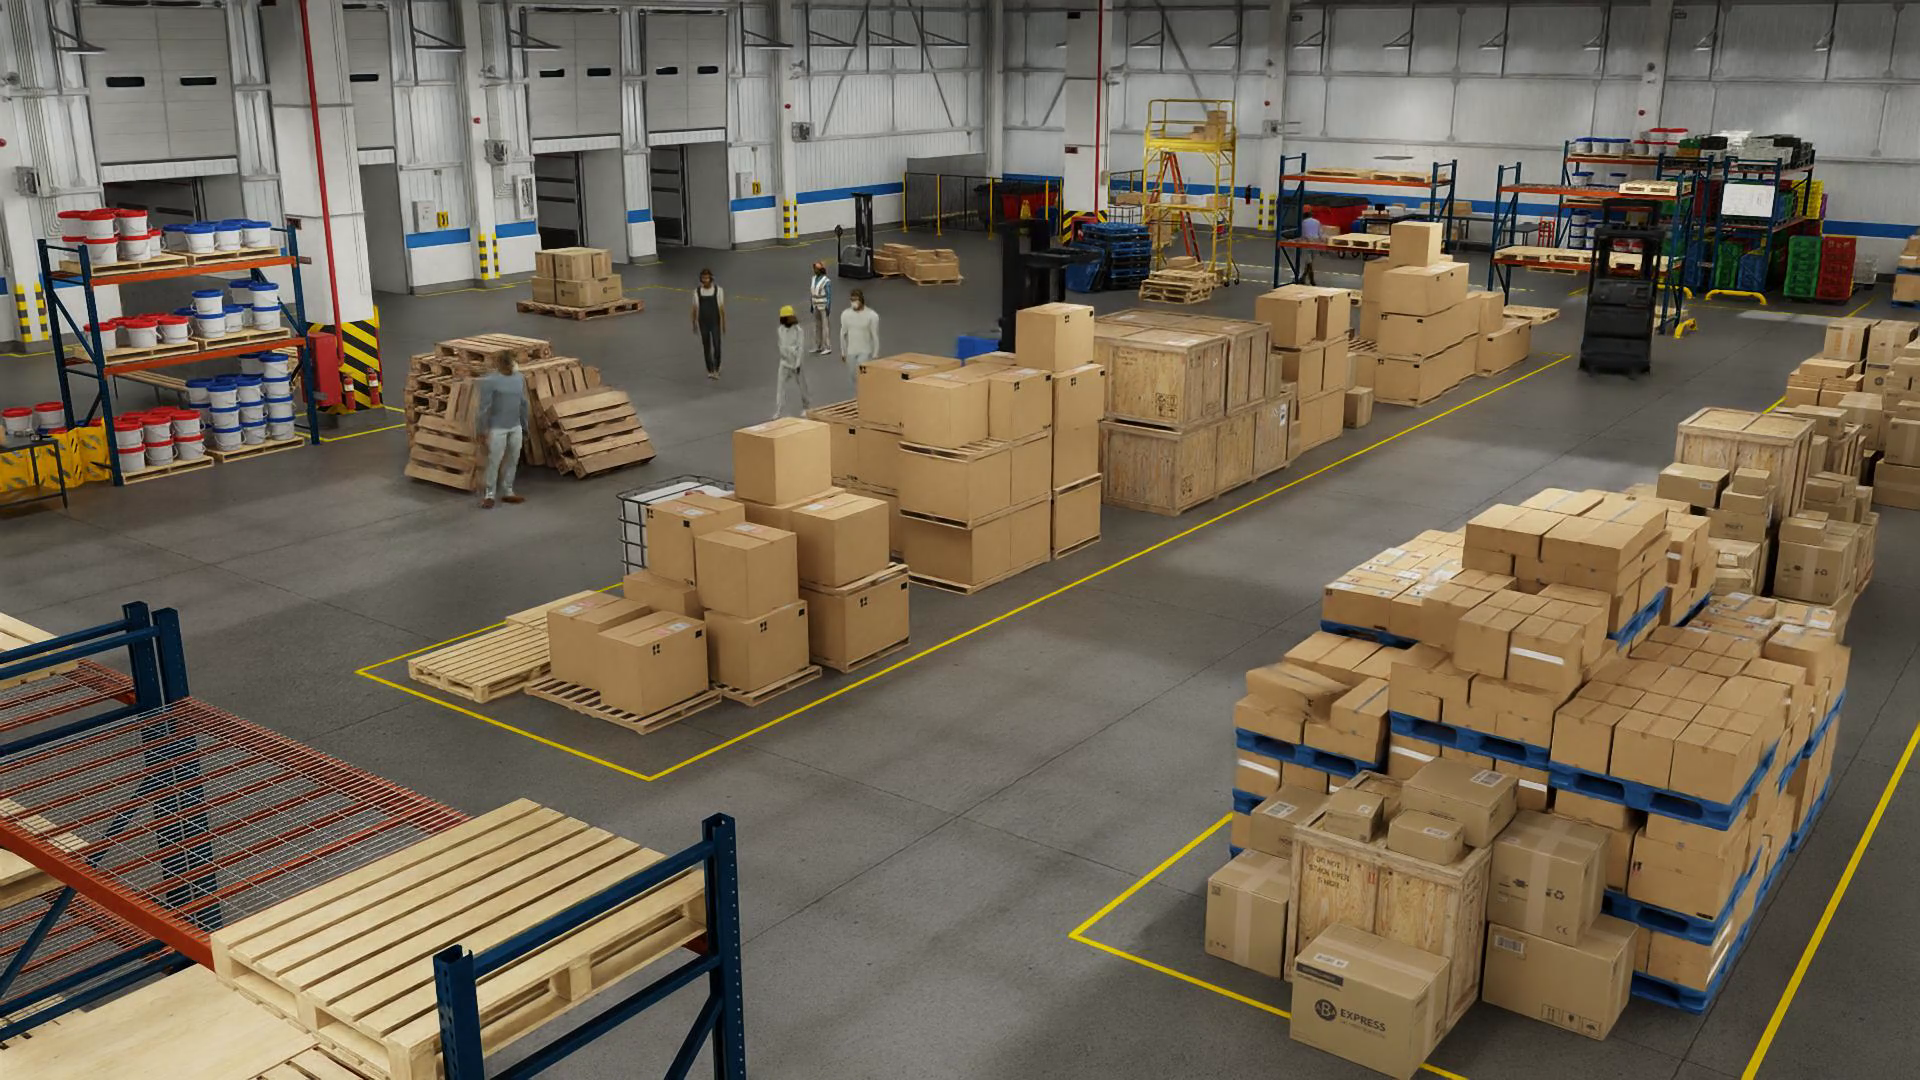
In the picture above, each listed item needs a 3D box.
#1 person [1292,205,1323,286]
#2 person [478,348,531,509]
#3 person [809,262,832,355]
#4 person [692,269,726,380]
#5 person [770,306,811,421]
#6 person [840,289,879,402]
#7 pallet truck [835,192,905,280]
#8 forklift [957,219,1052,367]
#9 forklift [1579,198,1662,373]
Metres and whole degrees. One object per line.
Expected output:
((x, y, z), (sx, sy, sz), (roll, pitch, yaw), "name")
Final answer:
((7.762, -6.527, 37.111), (0.611, 1.864, 0.980), (-6, 18, -19), "person")
((-5.459, -1.325, 19.850), (0.346, 1.908, 0.749), (12, 21, 35), "person")
((-2.468, -4.116, 29.514), (0.313, 1.642, 0.513), (-15, 23, -41), "person")
((-4.114, -3.510, 27.186), (0.545, 1.819, 0.705), (-1, 17, -3), "person")
((-2.477, -2.591, 24.371), (0.490, 1.698, 0.903), (7, 18, 22), "person")
((-1.451, -2.800, 24.718), (0.633, 1.916, 0.795), (8, 19, 25), "person")
((-1.936, -7.159, 38.982), (1.885, 1.965, 0.823), (-12, 21, -34), "pallet truck")
((0.966, -3.380, 24.966), (1.873, 2.768, 1.129), (12, 21, 35), "forklift")
((11.307, -4.404, 28.356), (1.129, 2.768, 1.873), (6, 18, 20), "forklift")
